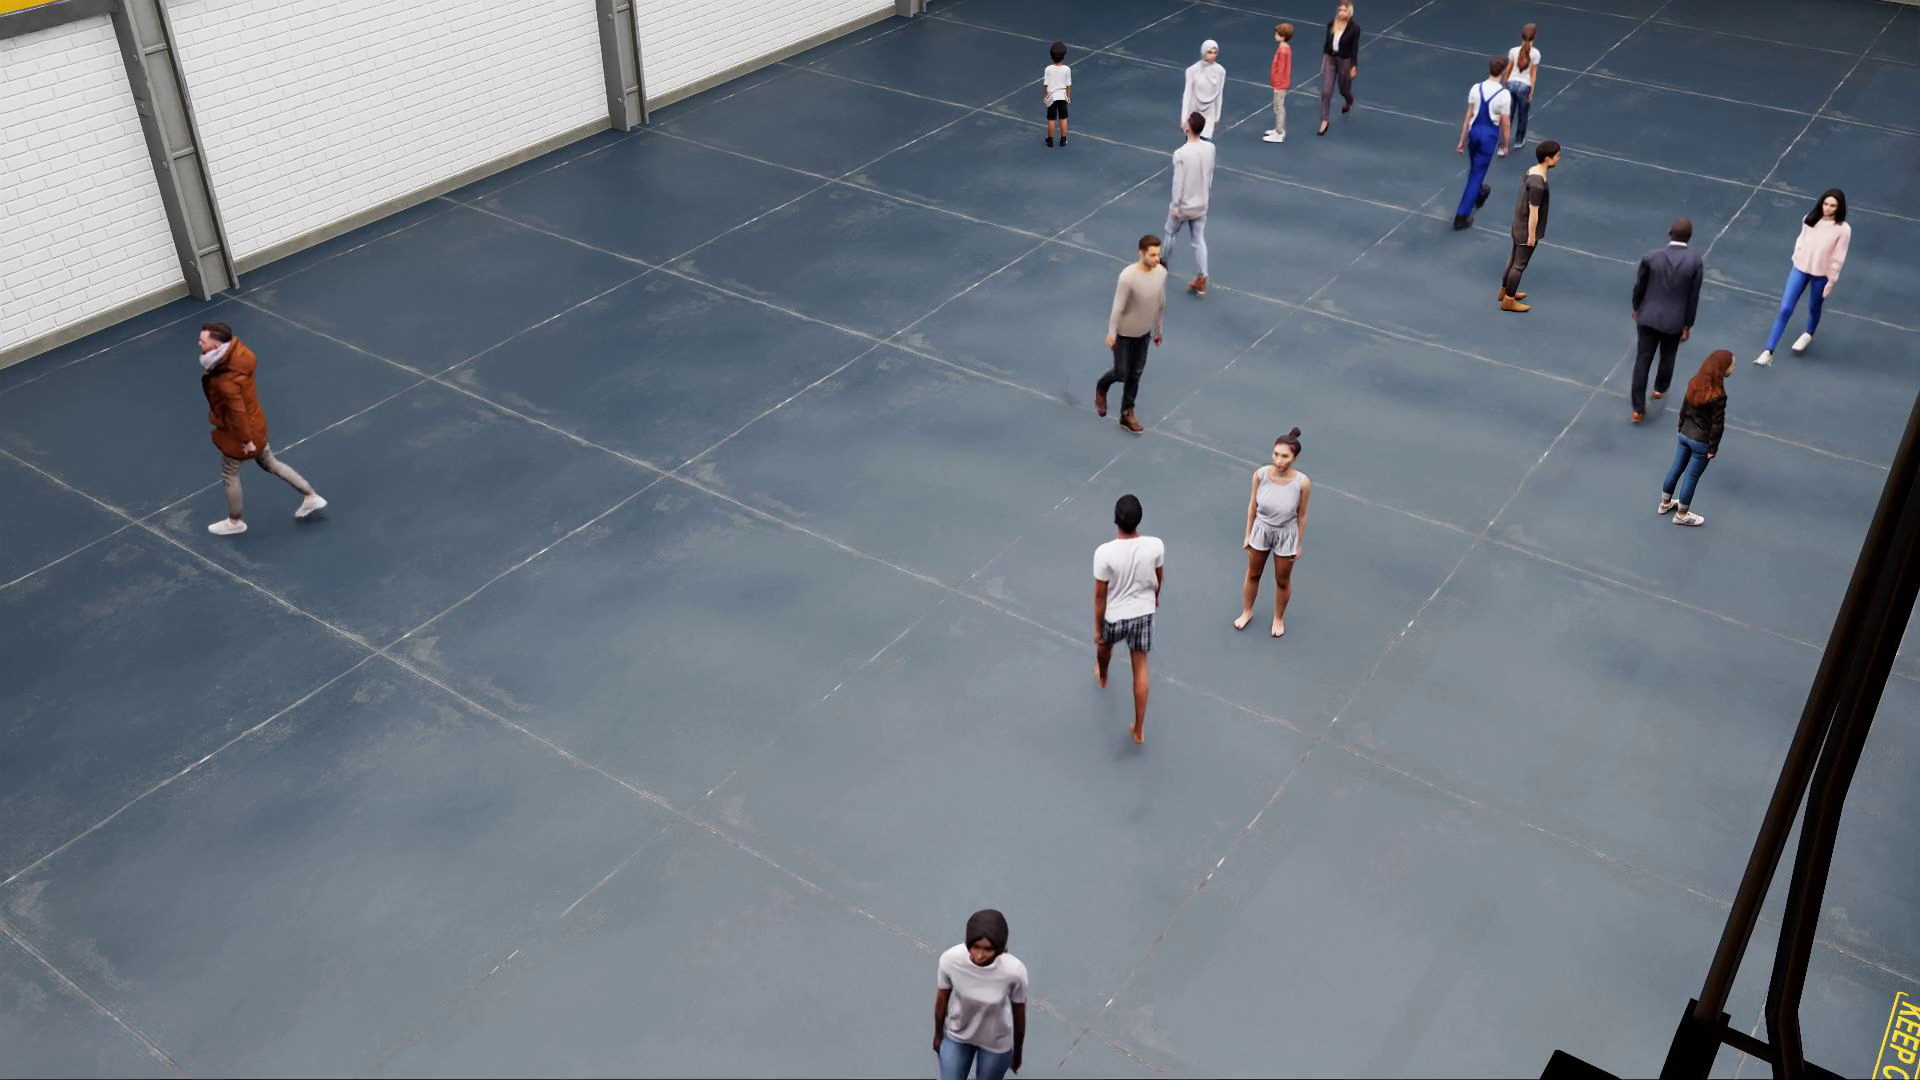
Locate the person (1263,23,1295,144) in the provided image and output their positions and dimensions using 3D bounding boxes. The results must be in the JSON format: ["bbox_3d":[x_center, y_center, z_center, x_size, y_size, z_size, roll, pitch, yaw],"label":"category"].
[{"bbox_3d":[3.935,-5.582,20.297,0.638,1.413,0.523,8,35,12],"label":"person"}]

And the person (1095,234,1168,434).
[{"bbox_3d":[1.432,-1.819,14.244,0.888,1.848,0.895,-18,38,-25],"label":"person"}]

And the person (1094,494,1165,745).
[{"bbox_3d":[1.111,0.549,10.829,1.116,1.683,1.225,-3,34,-5],"label":"person"}]

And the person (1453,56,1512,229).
[{"bbox_3d":[5.582,-4.251,17.940,0.760,1.807,1.200,27,42,34],"label":"person"}]

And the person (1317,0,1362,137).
[{"bbox_3d":[4.694,-5.828,20.470,0.655,1.632,1.046,19,38,26],"label":"person"}]

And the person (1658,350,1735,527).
[{"bbox_3d":[5.794,-0.821,13.072,0.664,1.483,0.637,-11,35,-17],"label":"person"}]

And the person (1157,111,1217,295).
[{"bbox_3d":[2.338,-3.315,16.543,1.204,1.794,1.130,-14,36,-20],"label":"person"}]

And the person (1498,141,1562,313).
[{"bbox_3d":[5.544,-3.084,16.271,0.747,1.711,0.619,5,34,7],"label":"person"}]

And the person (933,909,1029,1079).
[{"bbox_3d":[0.106,2.367,8.068,0.728,1.712,0.769,6,34,9],"label":"person"}]

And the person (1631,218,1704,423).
[{"bbox_3d":[6.028,-1.853,14.340,0.783,1.797,1.037,18,37,25],"label":"person"}]

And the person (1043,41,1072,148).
[{"bbox_3d":[1.177,-5.402,20.164,0.575,1.261,0.627,-2,34,-3],"label":"person"}]

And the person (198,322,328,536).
[{"bbox_3d":[-5.448,-0.864,12.845,1.190,1.805,1.168,-3,34,-5],"label":"person"}]

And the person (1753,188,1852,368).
[{"bbox_3d":[7.868,-2.418,15.279,1.292,1.699,0.854,-26,42,-33],"label":"person"}]

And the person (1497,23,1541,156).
[{"bbox_3d":[6.644,-5.358,19.849,0.578,1.535,0.911,19,38,26],"label":"person"}]

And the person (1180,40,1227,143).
[{"bbox_3d":[2.696,-4.790,18.814,1.027,1.736,1.239,3,34,4],"label":"person"}]

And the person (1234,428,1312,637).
[{"bbox_3d":[2.237,-0.045,11.791,0.613,1.608,0.582,13,36,18],"label":"person"}]
